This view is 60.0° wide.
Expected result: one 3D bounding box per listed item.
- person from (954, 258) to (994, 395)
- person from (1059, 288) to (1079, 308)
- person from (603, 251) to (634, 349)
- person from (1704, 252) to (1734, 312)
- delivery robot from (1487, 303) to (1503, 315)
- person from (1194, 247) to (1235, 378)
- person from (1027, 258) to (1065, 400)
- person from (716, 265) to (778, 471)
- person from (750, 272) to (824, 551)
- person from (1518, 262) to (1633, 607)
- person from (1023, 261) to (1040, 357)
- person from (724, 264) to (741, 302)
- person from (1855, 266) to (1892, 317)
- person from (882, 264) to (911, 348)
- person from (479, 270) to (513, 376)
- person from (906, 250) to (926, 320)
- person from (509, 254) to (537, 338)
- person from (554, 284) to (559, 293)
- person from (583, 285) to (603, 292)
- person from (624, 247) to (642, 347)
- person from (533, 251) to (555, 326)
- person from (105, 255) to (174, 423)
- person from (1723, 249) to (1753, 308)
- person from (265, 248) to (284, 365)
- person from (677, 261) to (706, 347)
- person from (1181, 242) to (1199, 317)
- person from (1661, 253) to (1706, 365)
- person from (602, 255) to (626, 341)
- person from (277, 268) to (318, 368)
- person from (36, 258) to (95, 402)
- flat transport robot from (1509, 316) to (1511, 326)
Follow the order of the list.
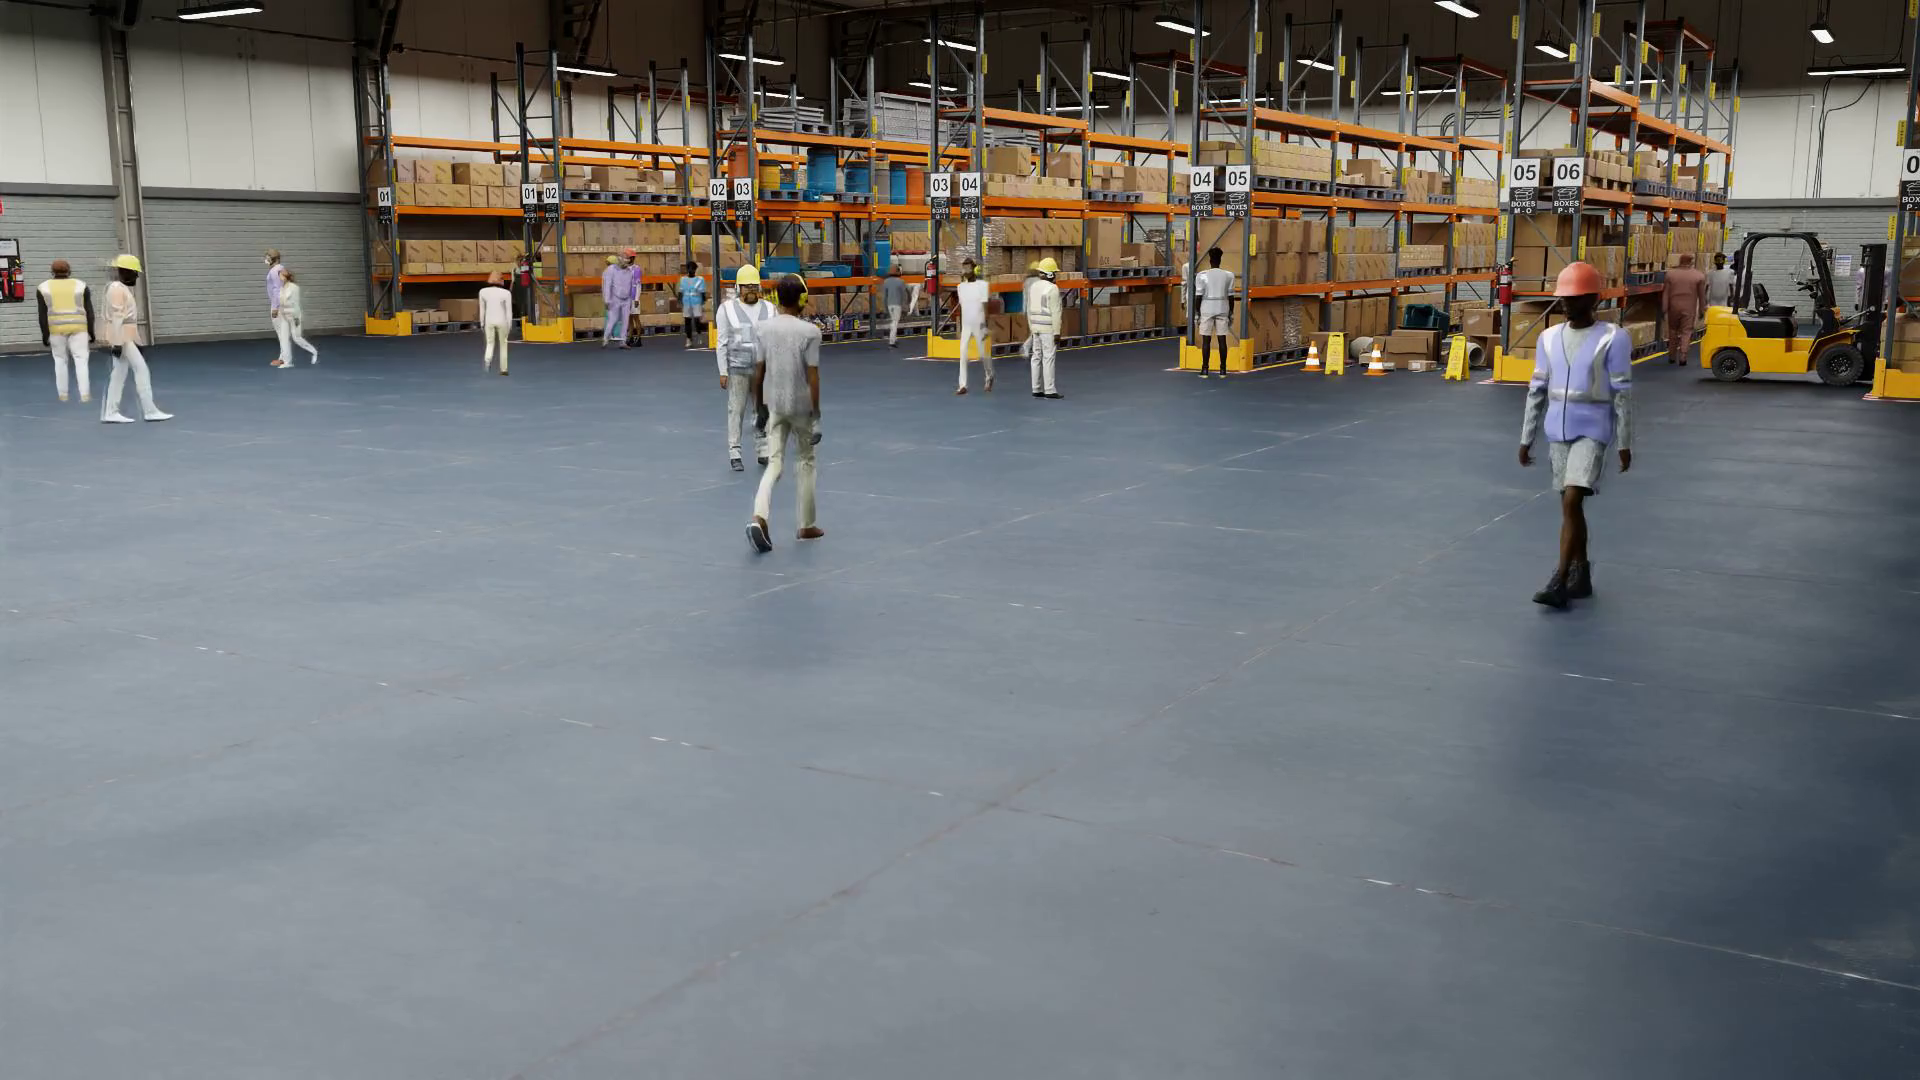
[{"bbox_3d":[0.213,-2.888,22.454,0.526,1.842,0.887,5,11,26],"label":"person"},{"bbox_3d":[2.323,-5.352,35.678,0.394,2.038,0.605,-9,14,-41],"label":"person"},{"bbox_3d":[-6.536,-4.572,31.761,0.578,1.877,0.670,9,14,42],"label":"person"},{"bbox_3d":[14.324,-4.503,31.424,0.571,1.855,0.386,5,11,26],"label":"person"},{"bbox_3d":[12.867,-5.513,40.465,0.707,0.478,0.477,-1,10,-7],"label":"delivery robot"},{"bbox_3d":[3.832,-3.422,25.067,0.616,1.963,0.361,-1,10,-3],"label":"person"},{"bbox_3d":[1.117,-2.723,21.523,0.404,1.834,0.591,-6,12,-32],"label":"person"},{"bbox_3d":[-1.877,-1.536,14.877,0.599,1.832,0.404,-5,11,-27],"label":"person"},{"bbox_3d":[-1.166,-0.858,11.072,0.527,1.841,0.864,3,11,18],"label":"person"},{"bbox_3d":[3.369,-0.579,9.287,0.831,1.908,0.580,-8,13,-37],"label":"person"},{"bbox_3d":[1.288,-4.016,29.061,0.491,1.718,0.665,8,13,37],"label":"person"},{"bbox_3d":[-4.726,-4.907,34.411,0.515,1.600,0.843,4,11,22],"label":"person"},{"bbox_3d":[17.298,-4.547,31.529,0.587,1.915,0.406,5,11,28],"label":"person"},{"bbox_3d":[-1.209,-4.542,32.341,0.507,1.613,0.638,7,12,35],"label":"person"},{"bbox_3d":[-7.049,-3.280,25.248,0.513,1.614,0.507,0,10,0],"label":"person"},{"bbox_3d":[-1.223,-6.789,44.280,0.589,1.848,0.958,5,11,26],"label":"person"},{"bbox_3d":[-9.422,-5.214,35.590,0.550,1.784,0.979,3,11,18],"label":"person"},{"bbox_3d":[-9.609,-5.781,38.559,0.622,1.860,0.697,6,12,32],"label":"person"},{"bbox_3d":[-8.427,-5.678,38.343,0.525,1.730,0.737,3,11,17],"label":"person"},{"bbox_3d":[-6.456,-4.755,32.606,0.545,1.941,0.351,10,14,44],"label":"person"},{"bbox_3d":[-9.387,-5.559,37.377,0.625,1.846,0.429,1,10,8],"label":"person"},{"bbox_3d":[-9.300,-2.257,18.755,0.850,1.884,0.611,-4,11,-23],"label":"person"},{"bbox_3d":[15.342,-4.798,32.962,0.624,1.900,0.717,7,12,35],"label":"person"},{"bbox_3d":[-11.342,-3.870,27.655,0.372,1.940,0.632,-3,11,-16],"label":"person"},{"bbox_3d":[-5.229,-4.586,32.371,0.554,1.683,0.369,2,10,9],"label":"person"},{"bbox_3d":[4.311,-4.390,30.292,0.606,2.036,0.407,5,11,26],"label":"person"},{"bbox_3d":[12.109,-3.857,27.833,0.672,1.853,1.015,5,11,26],"label":"person"},{"bbox_3d":[-7.192,-5.004,34.485,0.523,1.769,0.320,8,13,37],"label":"person"},{"bbox_3d":[-10.829,-3.604,27.053,0.522,1.619,0.598,7,12,33],"label":"person"},{"bbox_3d":[-11.422,-2.680,21.292,0.622,1.845,0.429,-5,11,-24],"label":"person"},{"bbox_3d":[13.592,-5.357,40.649,0.652,0.197,1.431,0,10,0],"label":"flat transport robot"}]
